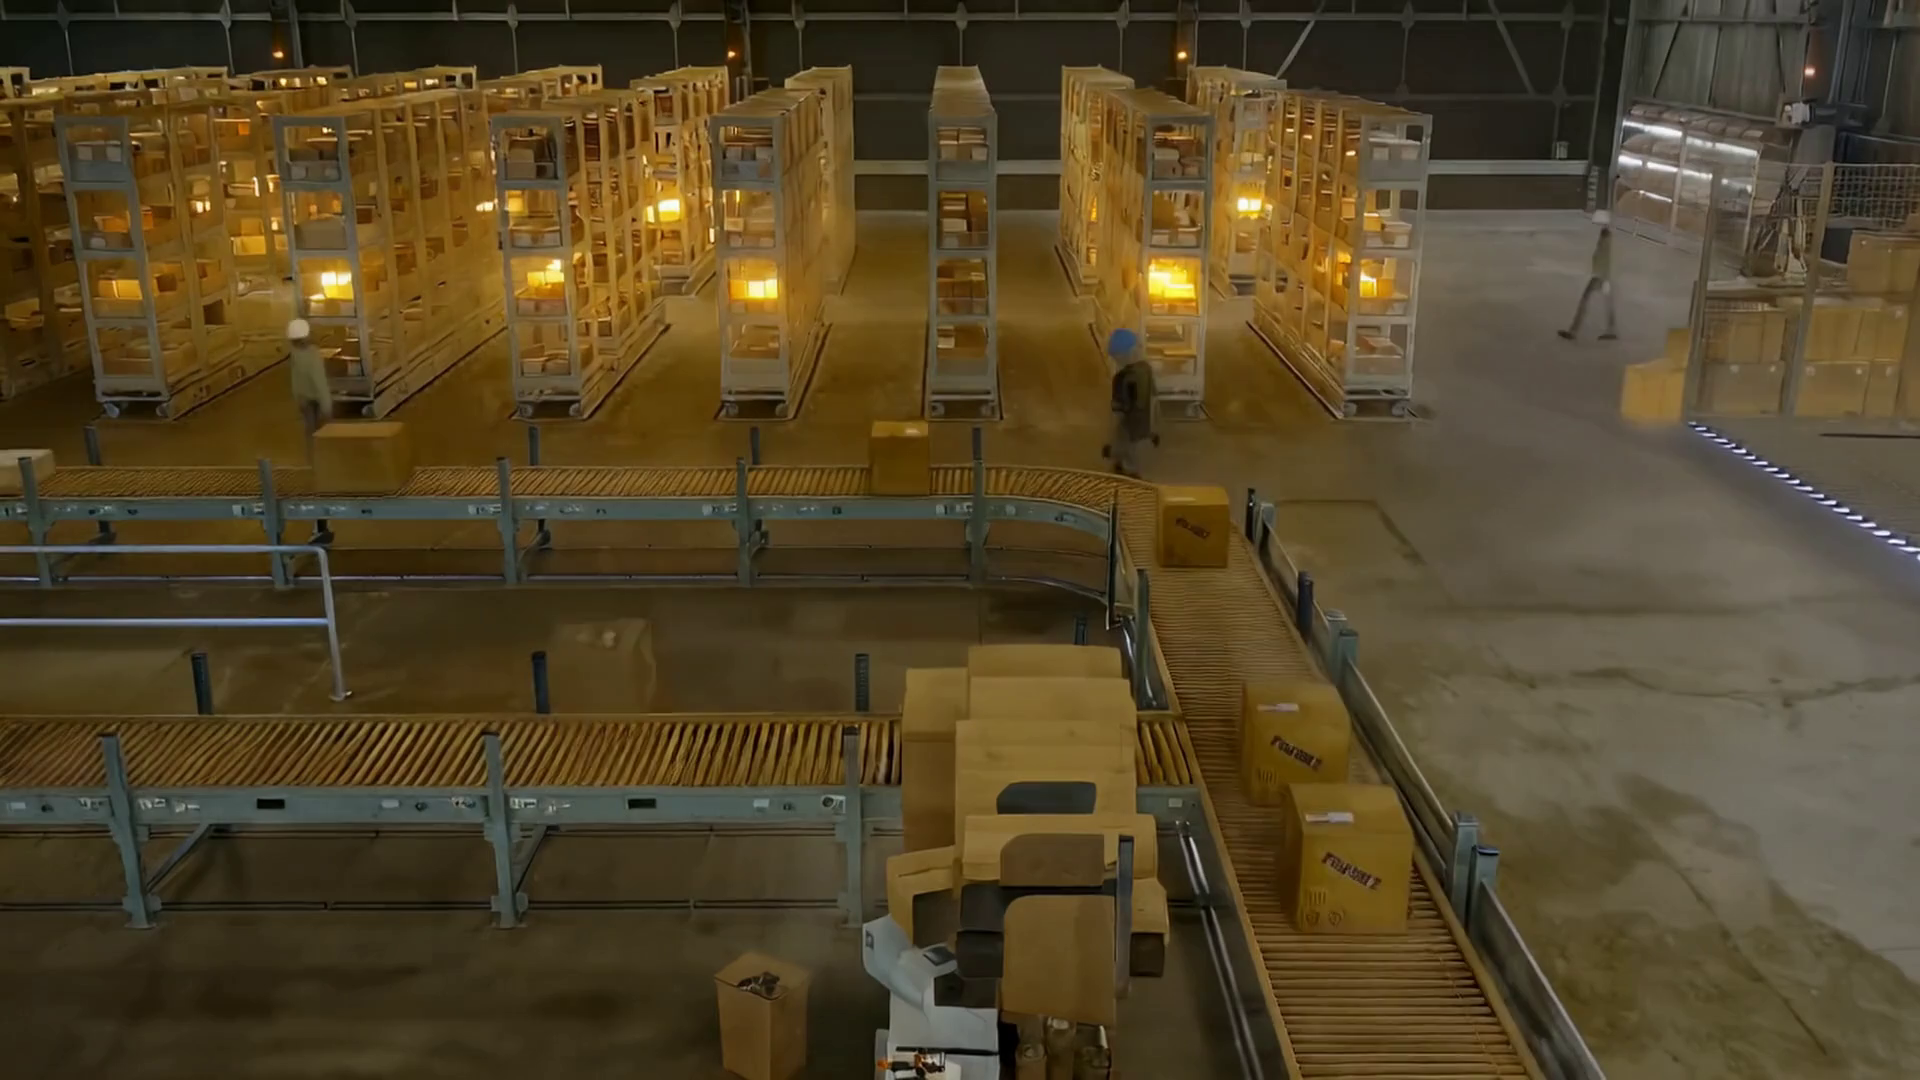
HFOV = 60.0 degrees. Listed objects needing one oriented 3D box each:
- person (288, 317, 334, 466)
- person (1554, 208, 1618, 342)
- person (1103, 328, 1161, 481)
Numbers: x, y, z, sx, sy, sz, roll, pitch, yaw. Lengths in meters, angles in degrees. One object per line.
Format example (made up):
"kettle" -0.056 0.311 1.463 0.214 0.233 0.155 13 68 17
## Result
"person" -6.760 -1.473 17.371 0.806 1.735 0.387 13 22 36
"person" 9.330 -3.897 24.492 0.974 1.948 0.620 10 20 27
"person" 1.495 -1.020 15.573 0.971 1.987 0.656 13 22 34
